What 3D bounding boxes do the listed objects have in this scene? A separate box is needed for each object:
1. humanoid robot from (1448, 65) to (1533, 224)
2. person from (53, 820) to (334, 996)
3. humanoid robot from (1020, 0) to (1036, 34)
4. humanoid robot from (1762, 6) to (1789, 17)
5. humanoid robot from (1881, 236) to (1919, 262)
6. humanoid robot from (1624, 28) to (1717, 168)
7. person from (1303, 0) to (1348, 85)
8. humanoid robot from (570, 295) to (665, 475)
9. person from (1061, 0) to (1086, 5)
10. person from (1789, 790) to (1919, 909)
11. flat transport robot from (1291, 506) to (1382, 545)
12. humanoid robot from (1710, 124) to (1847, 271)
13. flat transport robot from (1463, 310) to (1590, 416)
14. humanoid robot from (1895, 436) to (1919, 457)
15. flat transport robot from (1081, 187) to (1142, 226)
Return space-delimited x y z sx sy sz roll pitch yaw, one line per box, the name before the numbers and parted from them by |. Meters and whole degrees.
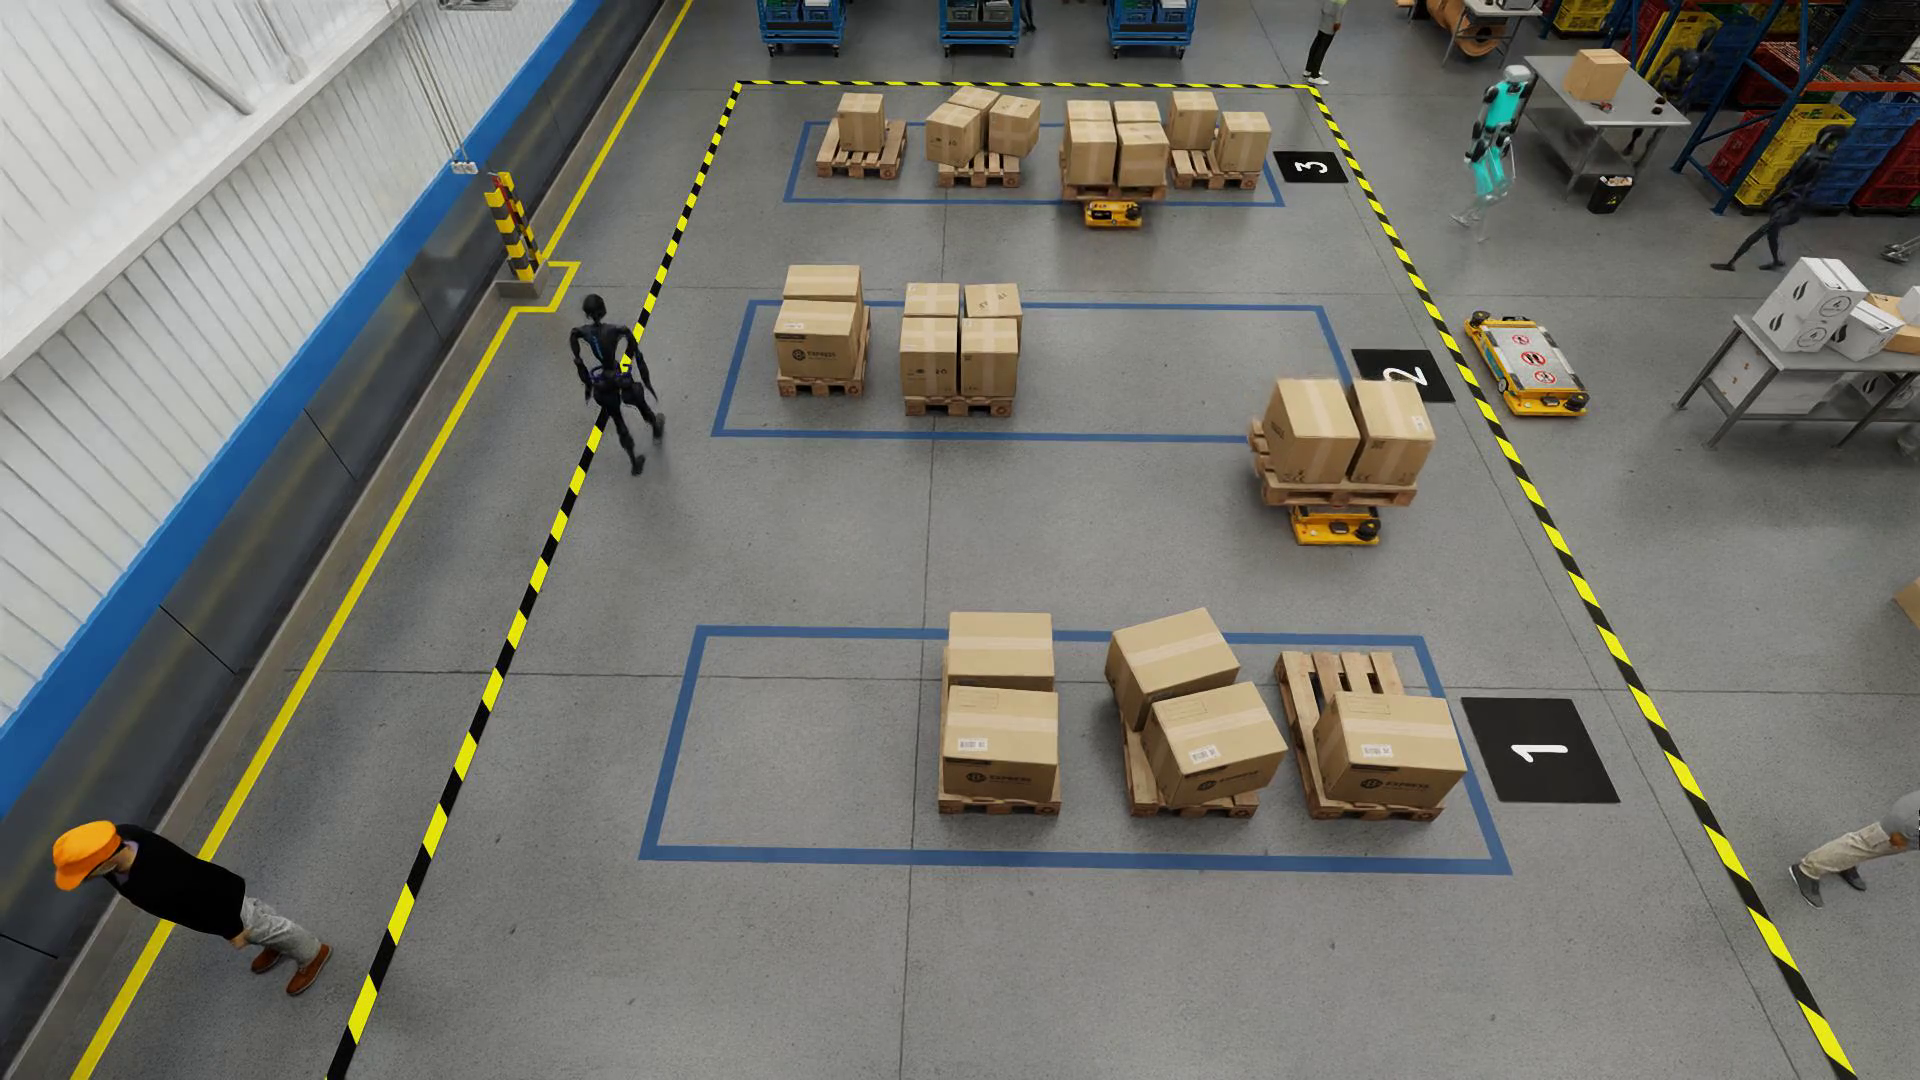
humanoid robot | 5.999 -4.302 10.197 0.533 1.677 0.735 -11 50 -10
person | -3.962 1.925 4.803 0.585 1.879 0.383 22 53 18
humanoid robot | 1.049 -8.706 14.132 0.368 1.639 0.603 25 54 20
humanoid robot | 13.461 -9.202 14.565 0.591 1.645 0.472 8 50 7
humanoid robot | 10.715 -3.782 9.771 0.530 1.700 0.713 -36 58 -27
humanoid robot | 8.776 -5.489 11.371 0.614 1.620 0.759 21 52 17
person | 5.297 -7.448 12.932 0.398 1.851 0.593 0 49 0
humanoid robot | -2.927 -1.375 7.807 0.609 1.634 0.699 -5 49 -4
person | 1.936 -9.832 14.949 0.621 1.932 0.369 -8 50 -7
person | 5.503 1.582 5.174 0.569 1.763 0.404 -12 50 -10
flat transport robot | 3.145 -0.554 7.995 0.652 0.197 1.431 1 49 1
humanoid robot | 8.861 -3.587 9.737 0.747 1.633 0.586 11 50 10
flat transport robot | 5.573 -1.757 9.054 0.659 0.231 1.431 1 49 1
humanoid robot | 8.828 -1.239 7.669 0.536 1.802 0.973 -35 58 -26
flat transport robot | 1.830 -4.316 11.251 0.652 0.197 1.431 1 49 1
